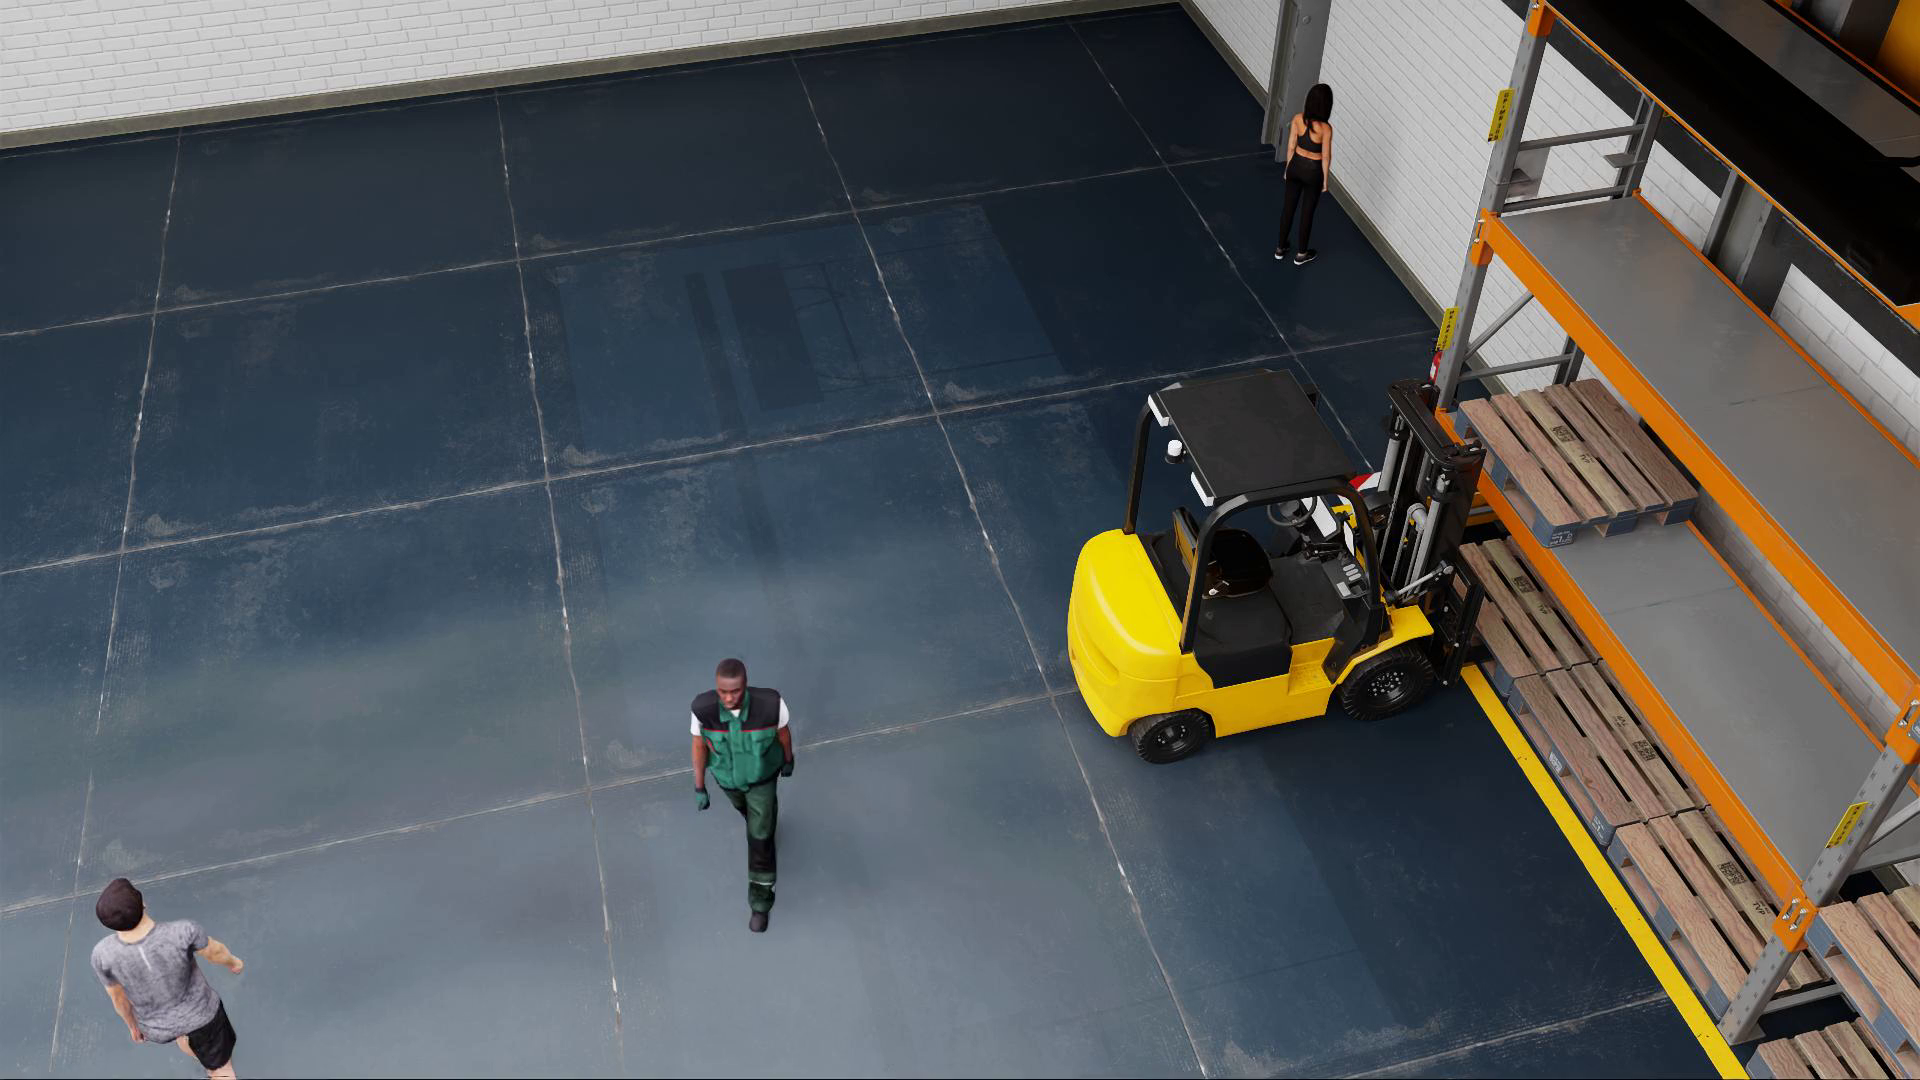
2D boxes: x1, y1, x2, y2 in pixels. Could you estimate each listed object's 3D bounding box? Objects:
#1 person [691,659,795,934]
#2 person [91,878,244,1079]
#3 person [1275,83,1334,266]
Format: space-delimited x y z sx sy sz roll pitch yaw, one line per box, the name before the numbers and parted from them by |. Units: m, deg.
person | -1.200 1.239 9.347 0.917 1.784 1.256 1 44 1
person | -3.814 2.371 8.110 0.667 1.852 0.915 -8 44 -9
person | 2.901 -3.077 13.980 0.607 1.643 0.682 25 49 24
